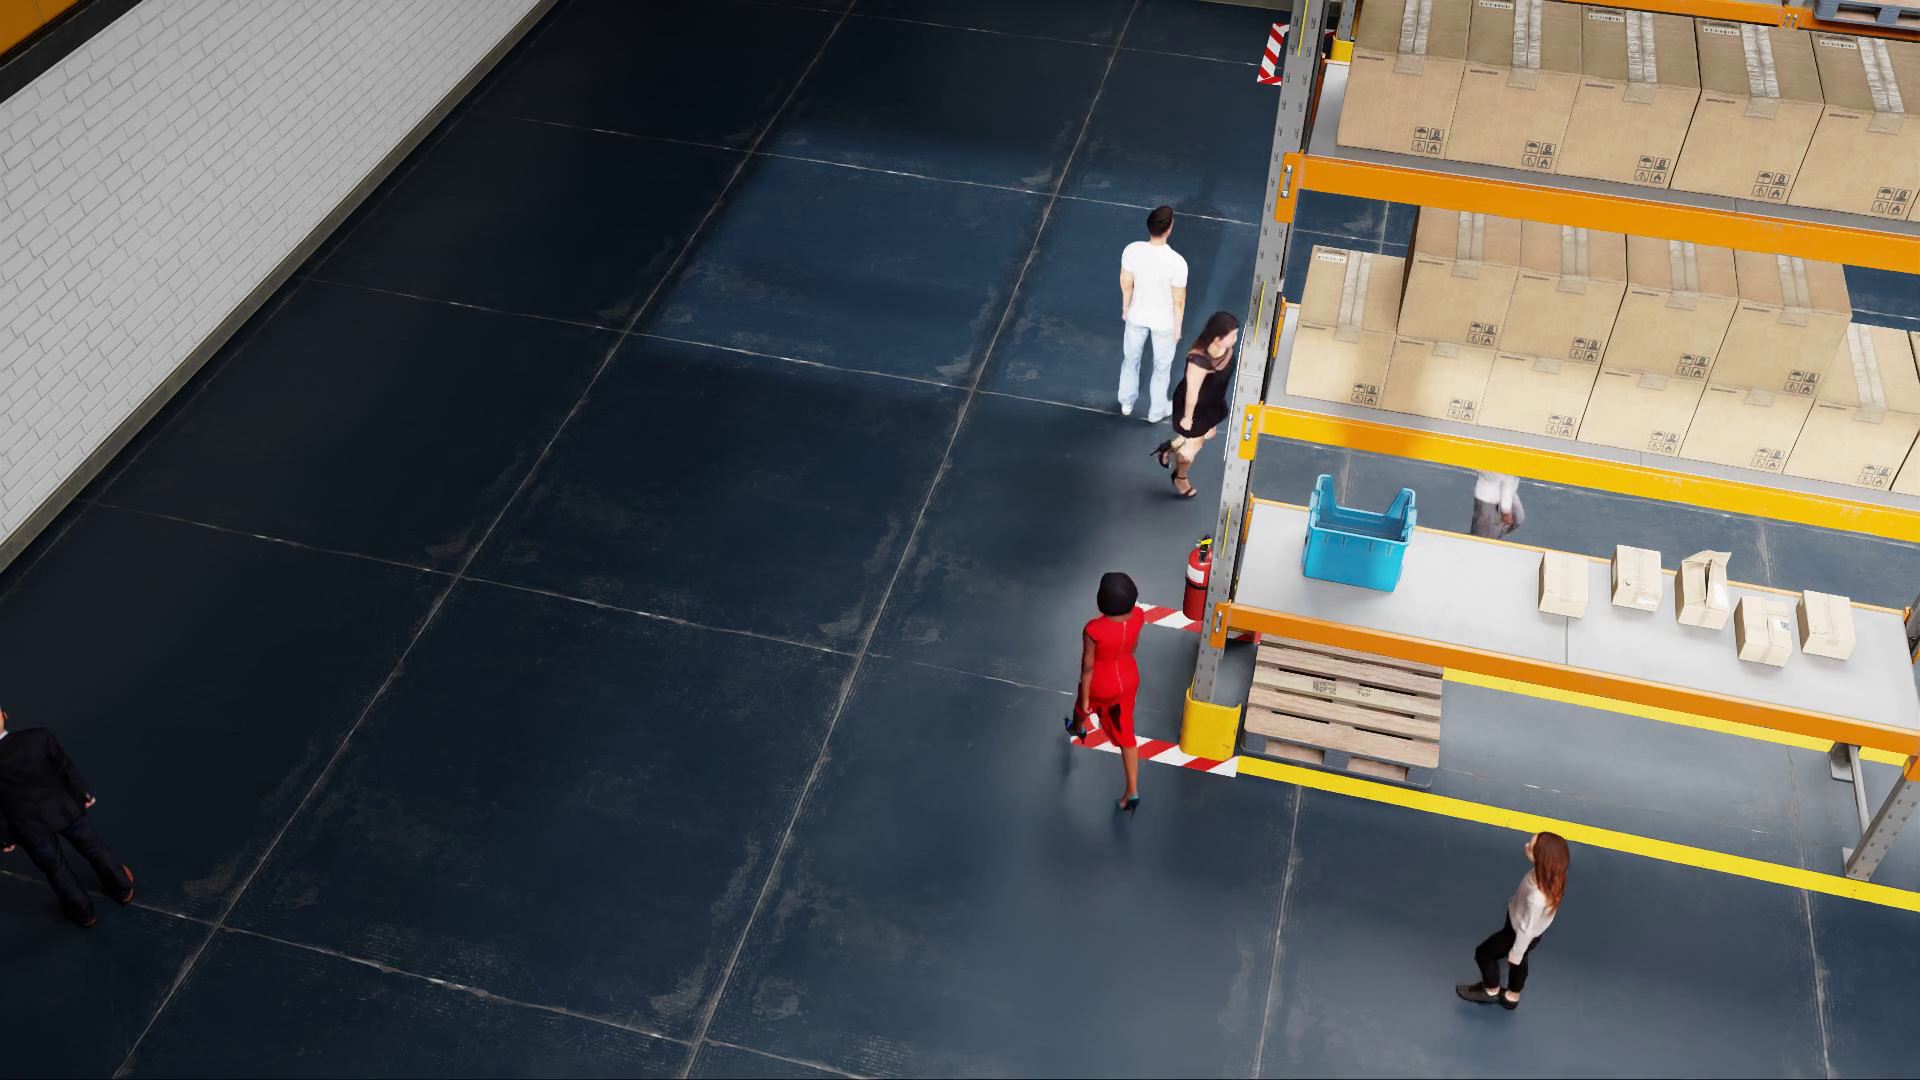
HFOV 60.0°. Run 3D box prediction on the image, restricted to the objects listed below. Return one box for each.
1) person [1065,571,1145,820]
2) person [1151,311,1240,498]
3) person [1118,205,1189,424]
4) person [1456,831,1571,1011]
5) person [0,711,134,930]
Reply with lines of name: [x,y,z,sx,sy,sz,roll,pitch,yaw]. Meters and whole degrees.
person: [0.935,0.940,9.879,1.114,1.691,1.092,-17,46,-17]
person: [1.627,-1.001,11.915,0.848,1.694,0.752,18,46,18]
person: [1.446,-1.697,12.522,0.590,1.865,0.789,22,48,21]
person: [3.061,2.083,8.837,0.627,1.474,0.626,22,48,21]
person: [-5.067,1.516,9.196,0.764,1.800,0.778,-31,52,-29]
